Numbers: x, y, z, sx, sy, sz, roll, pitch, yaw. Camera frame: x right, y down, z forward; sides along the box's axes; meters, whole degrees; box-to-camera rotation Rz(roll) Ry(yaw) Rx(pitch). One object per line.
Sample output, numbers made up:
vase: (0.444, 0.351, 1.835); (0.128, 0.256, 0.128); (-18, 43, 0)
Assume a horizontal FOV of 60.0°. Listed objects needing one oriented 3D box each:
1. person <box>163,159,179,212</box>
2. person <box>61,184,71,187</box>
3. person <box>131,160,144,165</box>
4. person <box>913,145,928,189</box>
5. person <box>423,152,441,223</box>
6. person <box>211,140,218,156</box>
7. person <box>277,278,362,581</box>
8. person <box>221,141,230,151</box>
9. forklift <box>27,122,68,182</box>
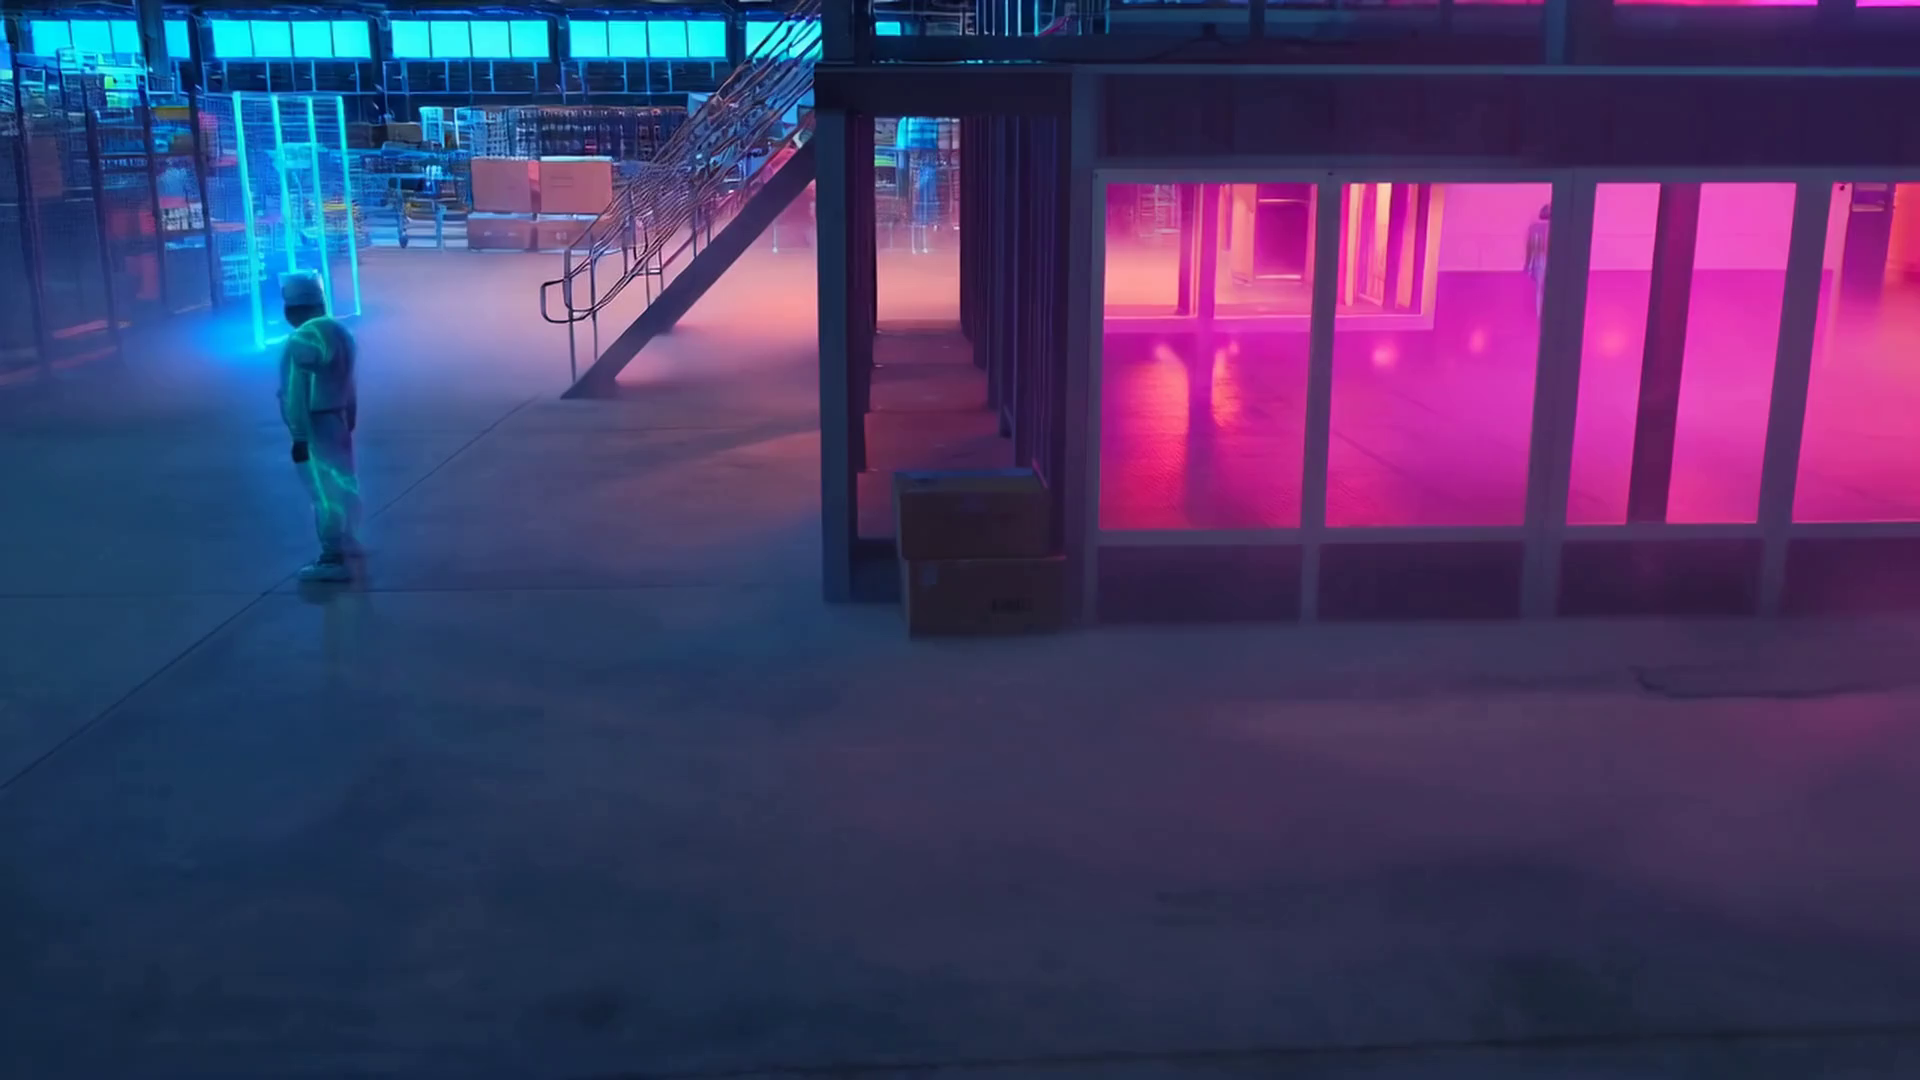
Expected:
person: (-23.511, -10.491, 49.617); (0.535, 1.720, 0.893); (1, 14, 4)
person: (-12.284, -3.956, 23.080); (0.409, 1.925, 0.574); (-8, 16, -28)
person: (-39.993, -18.362, 80.740); (0.554, 1.884, 0.978); (-1, 14, -3)
person: (-1.743, -15.944, 71.128); (0.657, 1.864, 0.978); (-13, 19, -41)
person: (-13.870, -9.218, 43.919); (0.612, 2.029, 0.414); (8, 16, 30)
person: (-38.329, -19.625, 85.659); (0.614, 1.945, 0.402); (7, 15, 25)
person: (-3.906, -0.669, 10.129); (0.430, 1.838, 0.619); (1, 14, 3)
person: (-40.309, -20.931, 91.192); (0.970, 1.789, 0.632); (-4, 14, -14)
forklift: (-35.376, -14.773, 64.377); (1.129, 2.768, 1.873); (-1, 14, -2)
